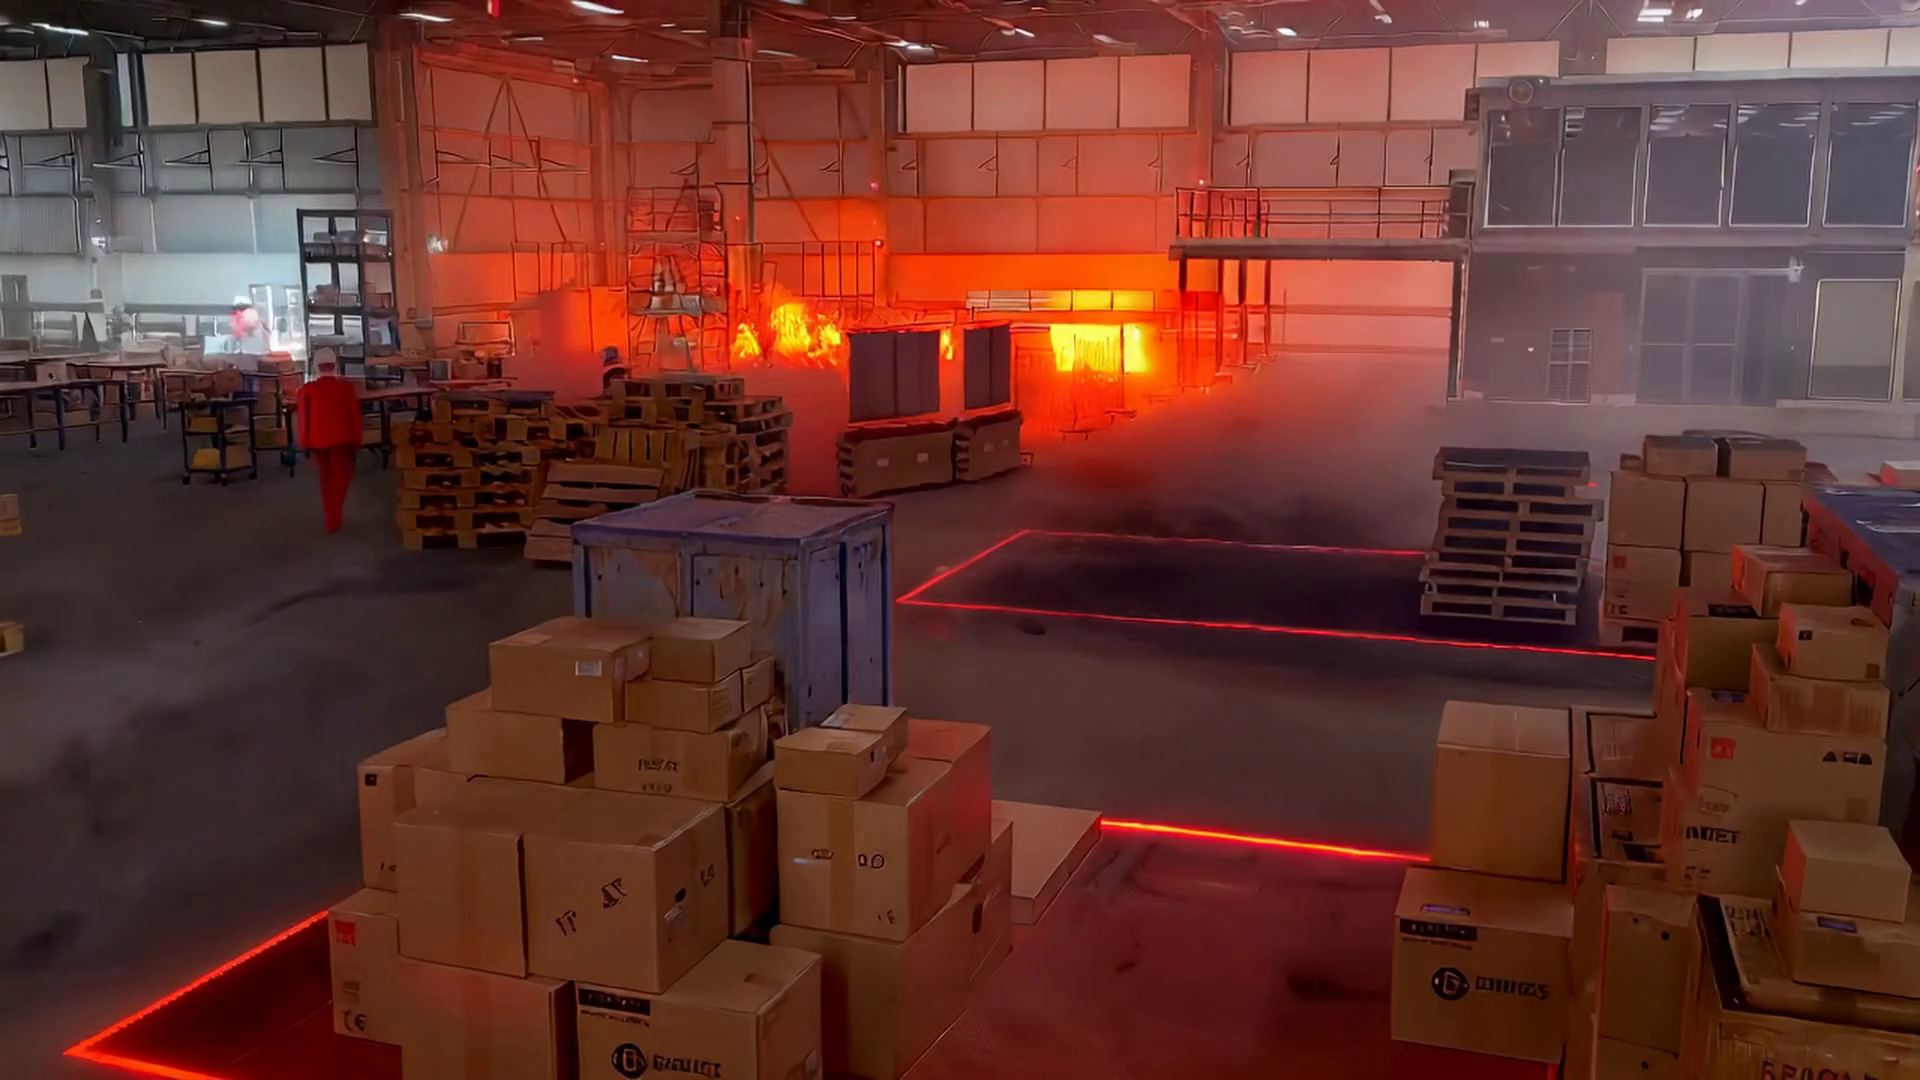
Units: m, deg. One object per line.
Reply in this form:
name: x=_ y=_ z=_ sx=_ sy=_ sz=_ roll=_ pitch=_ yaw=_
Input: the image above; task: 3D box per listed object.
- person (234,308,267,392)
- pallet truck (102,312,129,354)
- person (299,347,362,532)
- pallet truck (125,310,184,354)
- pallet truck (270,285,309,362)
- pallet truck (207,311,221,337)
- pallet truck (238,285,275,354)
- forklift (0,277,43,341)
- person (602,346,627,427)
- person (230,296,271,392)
person: x=-12.892 y=-3.266 z=30.248 sx=0.550 sy=1.900 sz=0.797 roll=-6 pitch=11 yaw=-29
pallet truck: x=-23.057 y=-5.777 z=46.261 sx=0.680 sy=1.201 sz=1.601 roll=3 pitch=11 yaw=19
person: x=-6.657 y=-1.049 z=17.575 sx=0.614 sy=1.970 sz=0.804 roll=-1 pitch=10 yaw=-4
pallet truck: x=-22.038 y=-5.665 z=45.457 sx=0.704 sy=1.261 sz=1.522 roll=3 pitch=11 yaw=17
pallet truck: x=-17.147 y=-5.700 z=43.663 sx=0.823 sy=1.965 sz=1.885 roll=3 pitch=11 yaw=17
pallet truck: x=-19.537 y=-5.575 z=44.913 sx=0.653 sy=1.274 sz=1.630 roll=3 pitch=11 yaw=19
pallet truck: x=-18.327 y=-5.835 z=44.421 sx=0.823 sy=1.965 sz=1.885 roll=4 pitch=11 yaw=23
forklift: x=-27.151 y=-6.329 z=46.328 sx=1.157 sy=1.987 sz=2.680 roll=3 pitch=11 yaw=17
person: x=-4.453 y=-1.618 z=21.392 sx=0.294 sy=1.744 sz=0.487 roll=3 pitch=10 yaw=16
person: x=-14.145 y=-3.823 z=33.057 sx=0.672 sy=2.024 sz=0.611 roll=5 pitch=11 yaw=25
